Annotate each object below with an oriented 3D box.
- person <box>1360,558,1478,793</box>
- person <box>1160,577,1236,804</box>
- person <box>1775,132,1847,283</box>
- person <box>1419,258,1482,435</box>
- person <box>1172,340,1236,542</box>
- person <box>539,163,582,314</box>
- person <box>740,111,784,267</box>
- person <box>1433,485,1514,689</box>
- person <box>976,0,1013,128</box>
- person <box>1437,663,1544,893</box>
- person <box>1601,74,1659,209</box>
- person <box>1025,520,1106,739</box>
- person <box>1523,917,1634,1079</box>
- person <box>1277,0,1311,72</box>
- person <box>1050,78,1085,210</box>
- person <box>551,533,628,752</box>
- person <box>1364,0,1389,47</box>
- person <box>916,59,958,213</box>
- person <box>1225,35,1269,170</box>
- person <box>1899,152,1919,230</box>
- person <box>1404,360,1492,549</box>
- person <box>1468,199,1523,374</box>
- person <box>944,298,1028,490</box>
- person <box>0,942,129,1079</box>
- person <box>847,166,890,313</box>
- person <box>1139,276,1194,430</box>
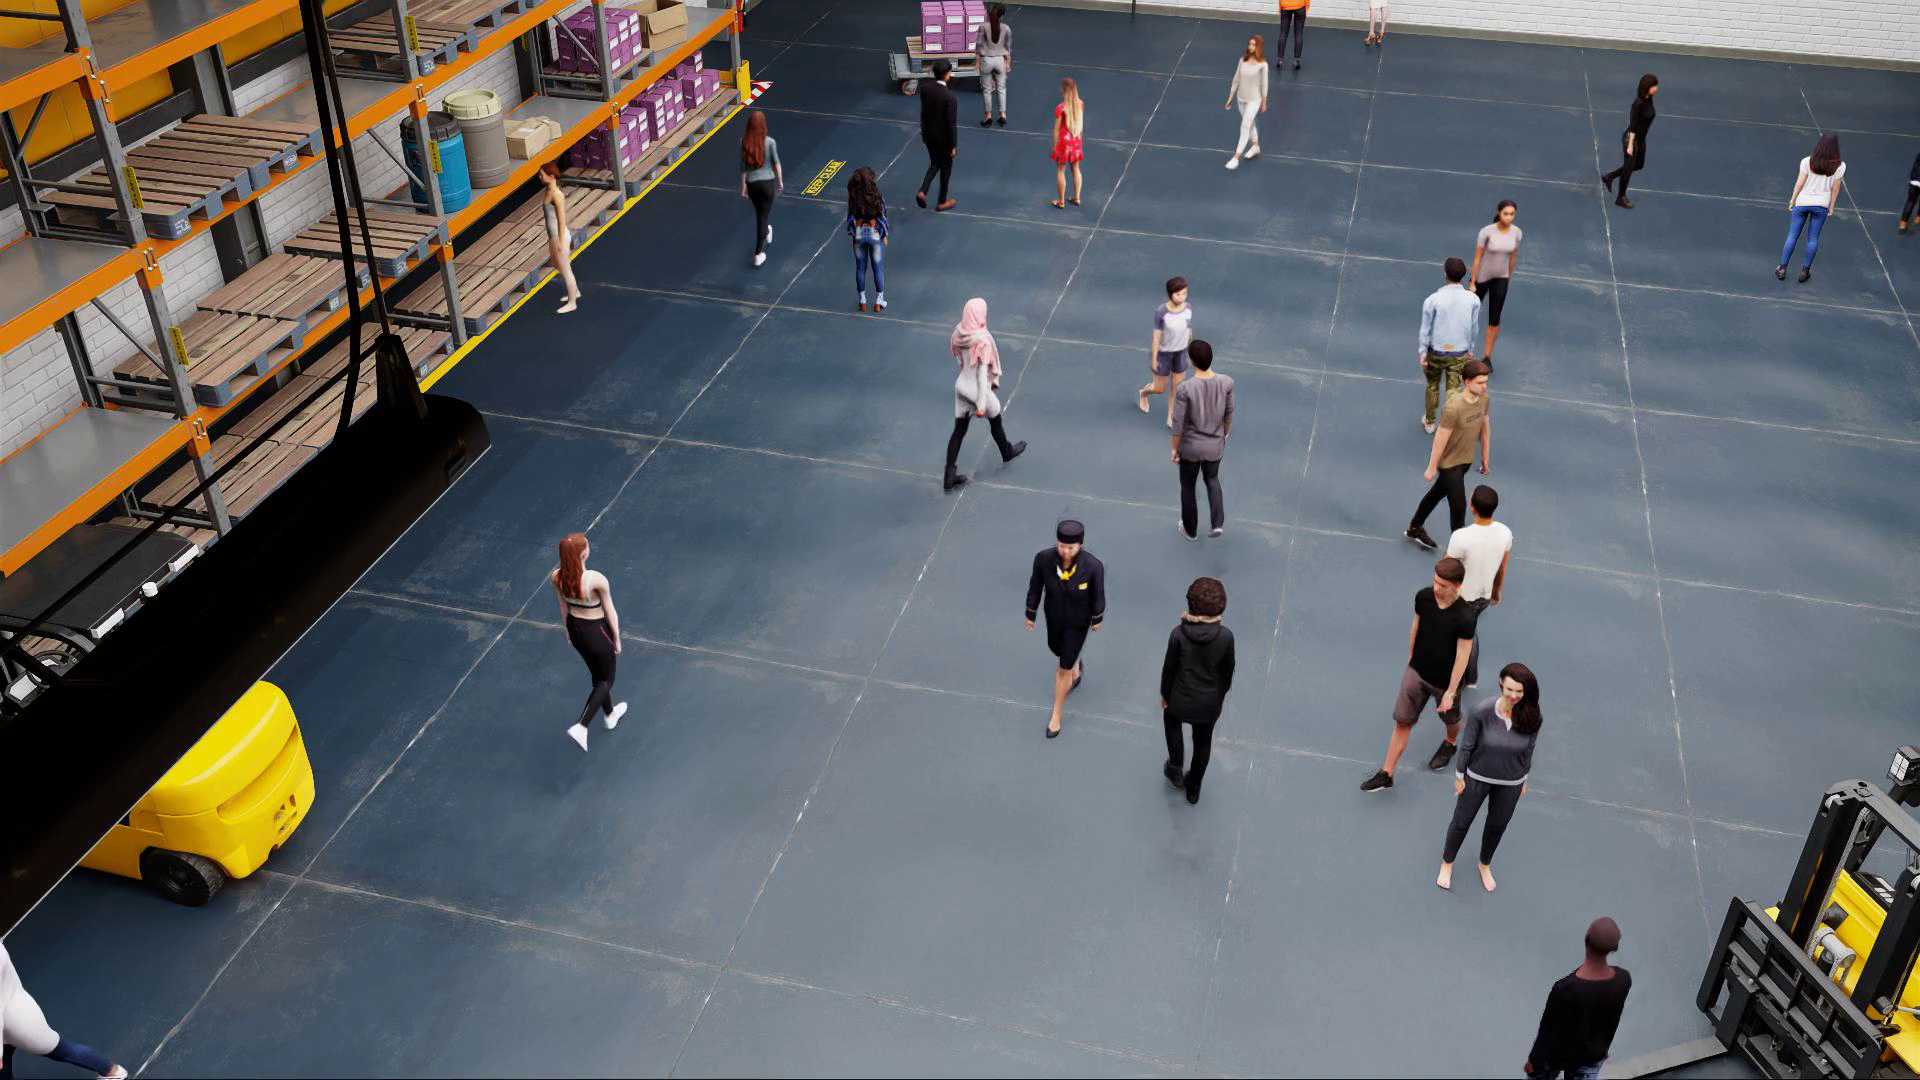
[{"bbox_3d":[3.330,0.896,11.379,1.287,1.817,1.110,-25,41,-33],"label":"person"},{"bbox_3d":[1.587,1.081,11.153,0.717,1.758,0.717,1,34,1],"label":"person"},{"bbox_3d":[9.397,-3.667,18.363,0.636,1.684,0.572,14,36,20],"label":"person"},{"bbox_3d":[4.486,-1.685,15.289,0.790,1.787,1.061,5,34,7],"label":"person"},{"bbox_3d":[2.048,-0.766,13.865,0.853,1.833,0.910,-4,34,-7],"label":"person"},{"bbox_3d":[-4.260,-3.248,17.763,0.732,1.651,0.671,-17,37,-24],"label":"person"},{"bbox_3d":[-2.258,-3.918,18.725,0.705,1.701,1.100,3,34,5],"label":"person"},{"bbox_3d":[3.737,0.447,12.081,0.763,1.788,0.800,-12,35,-17],"label":"person"},{"bbox_3d":[0.436,-6.428,22.534,0.718,1.667,0.700,-10,35,-15],"label":"person"},{"bbox_3d":[3.368,1.492,10.526,0.653,1.768,0.575,2,34,3],"label":"person"},{"bbox_3d":[8.132,-4.867,20.218,0.821,1.630,0.843,-27,42,-34],"label":"person"},{"bbox_3d":[0.797,0.549,12.069,0.794,1.630,1.104,13,36,18],"label":"person"},{"bbox_3d":[3.256,2.745,8.687,0.983,1.718,1.176,-10,35,-15],"label":"person"},{"bbox_3d":[4.927,-7.835,24.575,0.621,1.749,0.546,10,35,14],"label":"person"},{"bbox_3d":[1.313,-4.811,20.171,0.671,1.590,0.732,-18,37,-25],"label":"person"},{"bbox_3d":[-2.633,0.741,11.693,0.619,1.727,0.965,10,35,14],"label":"person"},{"bbox_3d":[6.466,-8.538,25.594,0.648,1.793,0.665,-11,35,-16],"label":"person"},{"bbox_3d":[-0.305,-4.794,19.899,0.901,1.863,1.005,26,41,33],"label":"person"},{"bbox_3d":[3.755,-5.649,21.366,1.165,1.663,0.958,-28,43,-36],"label":"person"},{"bbox_3d":[11.377,-4.238,19.659,0.708,1.201,0.898,25,41,32],"label":"person"},{"bbox_3d":[4.018,-0.672,13.743,1.219,1.812,1.180,-24,41,-32],"label":"person"},{"bbox_3d":[5.318,-2.644,16.801,0.833,1.710,1.238,1,34,2],"label":"person"},{"bbox_3d":[0.049,-1.238,14.647,1.257,1.754,1.063,-26,42,-33],"label":"person"},{"bbox_3d":[-5.009,2.551,8.966,0.967,1.732,1.222,27,42,34],"label":"person"},{"bbox_3d":[-0.980,-3.215,17.748,0.609,1.614,0.555,6,34,10],"label":"person"},{"bbox_3d":[1.954,-1.791,15.660,0.809,1.553,0.894,-12,36,-18],"label":"person"}]
